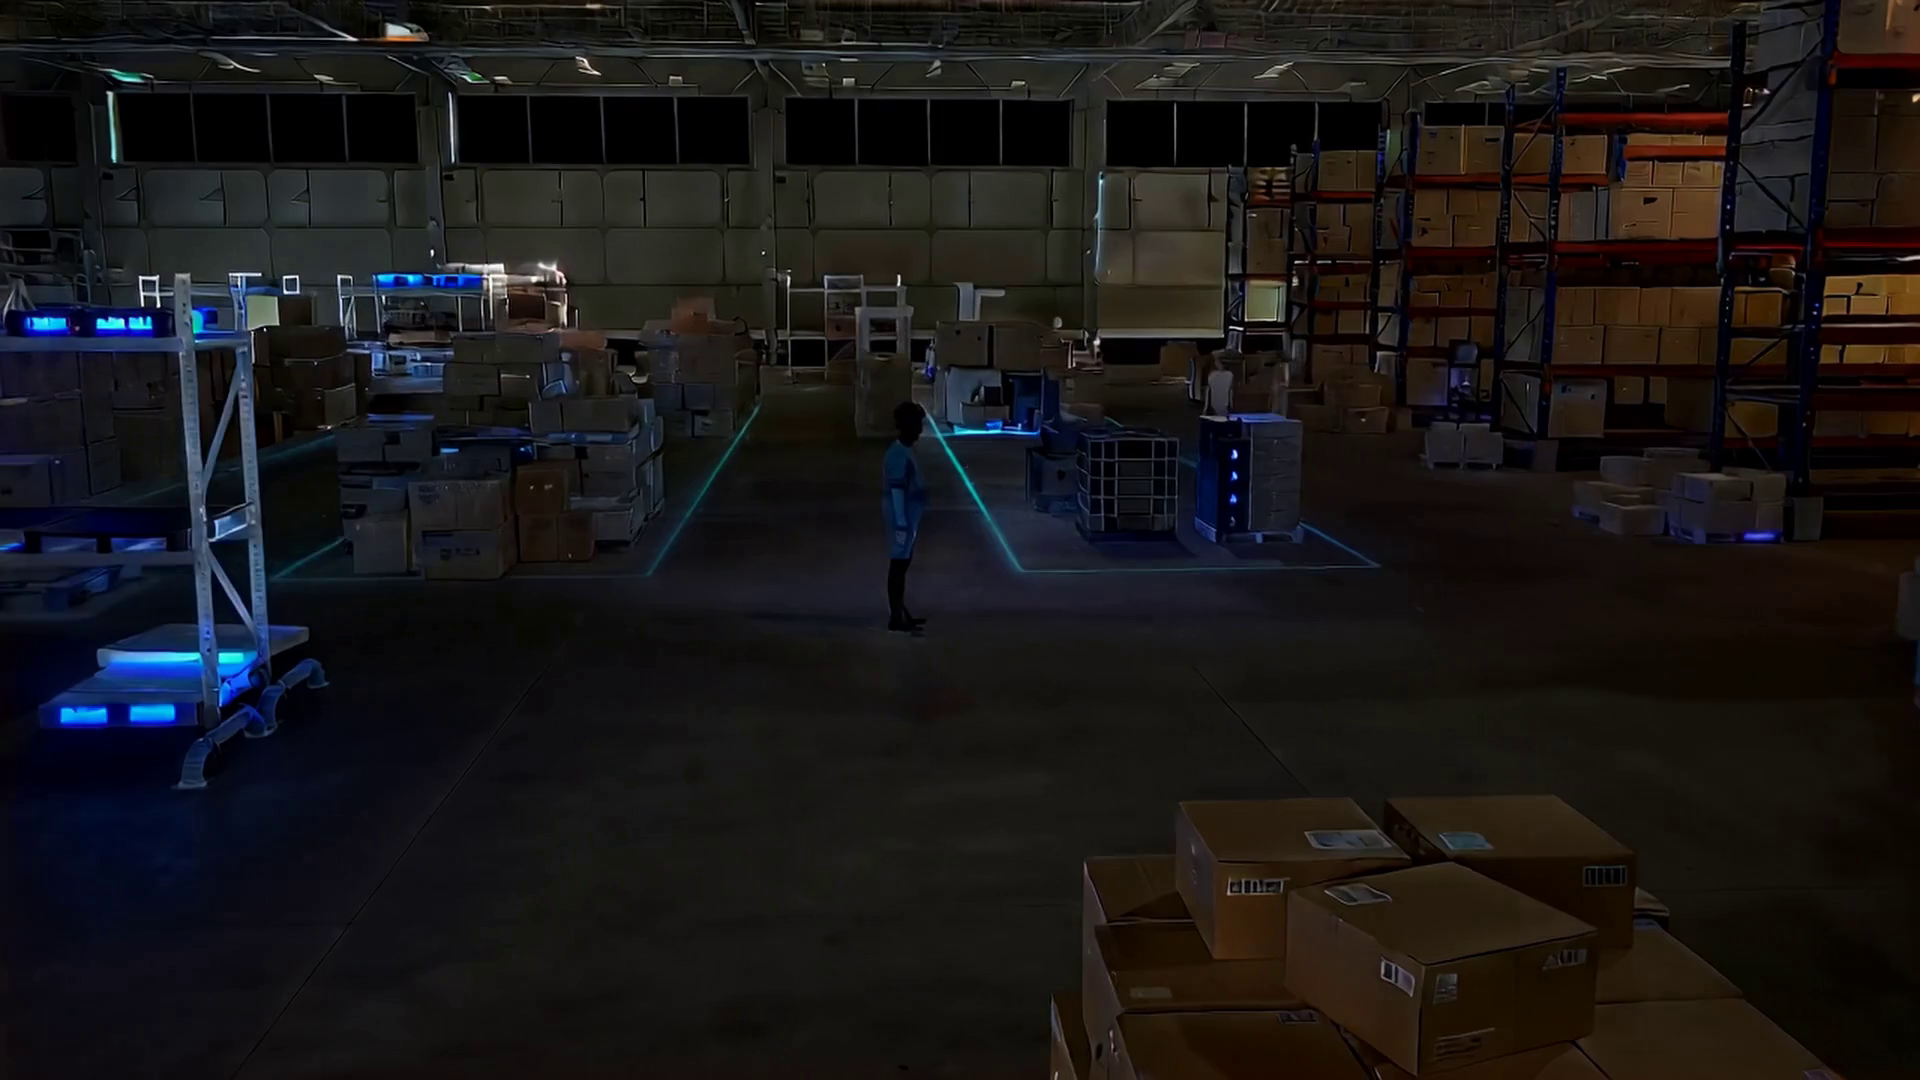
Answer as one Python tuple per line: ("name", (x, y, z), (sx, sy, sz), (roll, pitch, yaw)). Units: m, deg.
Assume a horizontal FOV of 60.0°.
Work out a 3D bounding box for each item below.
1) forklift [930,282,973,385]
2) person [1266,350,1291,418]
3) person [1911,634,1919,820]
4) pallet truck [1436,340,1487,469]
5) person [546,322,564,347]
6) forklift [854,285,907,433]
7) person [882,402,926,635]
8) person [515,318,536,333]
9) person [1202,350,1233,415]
("forklift", (0.137, -5.571, 45.008), (1.873, 2.768, 1.129), (-1, 9, -4))
("person", (6.024, -2.798, 31.582), (0.689, 1.601, 0.507), (8, 12, 42))
("person", (5.272, 0.696, 8.657), (0.568, 1.923, 0.553), (4, 10, 24))
("pallet truck", (8.004, -2.170, 26.422), (0.823, 1.965, 1.885), (2, 9, 14))
("person", (-9.640, -4.196, 39.384), (0.555, 1.922, 0.402), (-9, 12, -43))
("forklift", (-1.490, -3.533, 32.212), (1.129, 2.768, 1.873), (-1, 9, -5))
("person", (-0.470, -0.187, 14.088), (0.375, 1.959, 0.600), (1, 9, 6))
("person", (-11.026, -4.666, 42.321), (0.651, 1.919, 0.624), (-2, 9, -12))
("person", (4.164, -2.120, 26.604), (0.853, 1.846, 0.525), (-6, 11, -32))
